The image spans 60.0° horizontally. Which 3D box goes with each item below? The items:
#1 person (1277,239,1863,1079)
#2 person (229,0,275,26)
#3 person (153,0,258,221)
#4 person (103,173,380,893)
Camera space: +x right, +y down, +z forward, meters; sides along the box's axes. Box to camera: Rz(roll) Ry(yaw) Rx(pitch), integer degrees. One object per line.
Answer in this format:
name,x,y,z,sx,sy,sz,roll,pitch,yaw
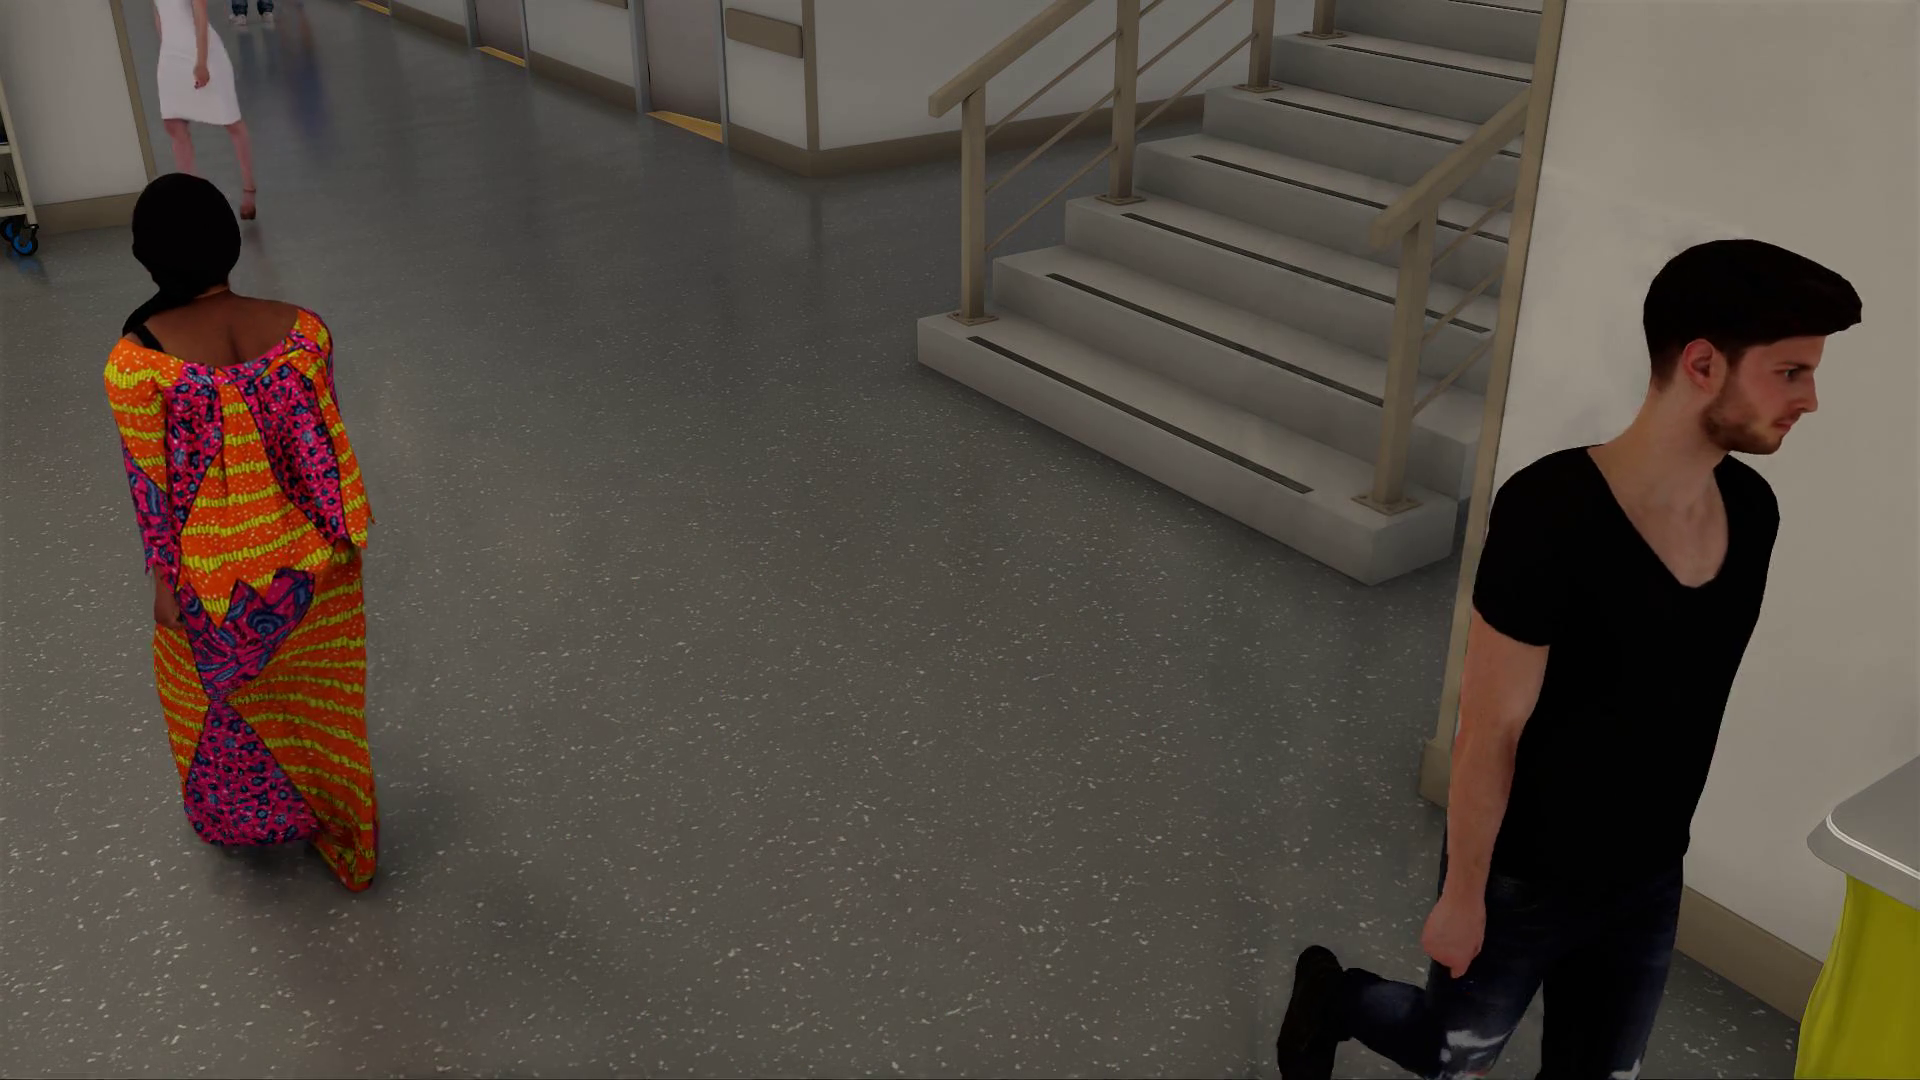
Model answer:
person,0.865,0.441,2.586,1.116,1.862,0.895,-10,27,-19
person,-6.782,-5.775,15.545,0.500,1.801,0.688,-17,31,-32
person,-4.029,-2.570,8.932,0.832,1.774,0.909,4,26,8
person,-1.549,0.033,3.672,0.752,1.653,0.774,-23,34,-39
